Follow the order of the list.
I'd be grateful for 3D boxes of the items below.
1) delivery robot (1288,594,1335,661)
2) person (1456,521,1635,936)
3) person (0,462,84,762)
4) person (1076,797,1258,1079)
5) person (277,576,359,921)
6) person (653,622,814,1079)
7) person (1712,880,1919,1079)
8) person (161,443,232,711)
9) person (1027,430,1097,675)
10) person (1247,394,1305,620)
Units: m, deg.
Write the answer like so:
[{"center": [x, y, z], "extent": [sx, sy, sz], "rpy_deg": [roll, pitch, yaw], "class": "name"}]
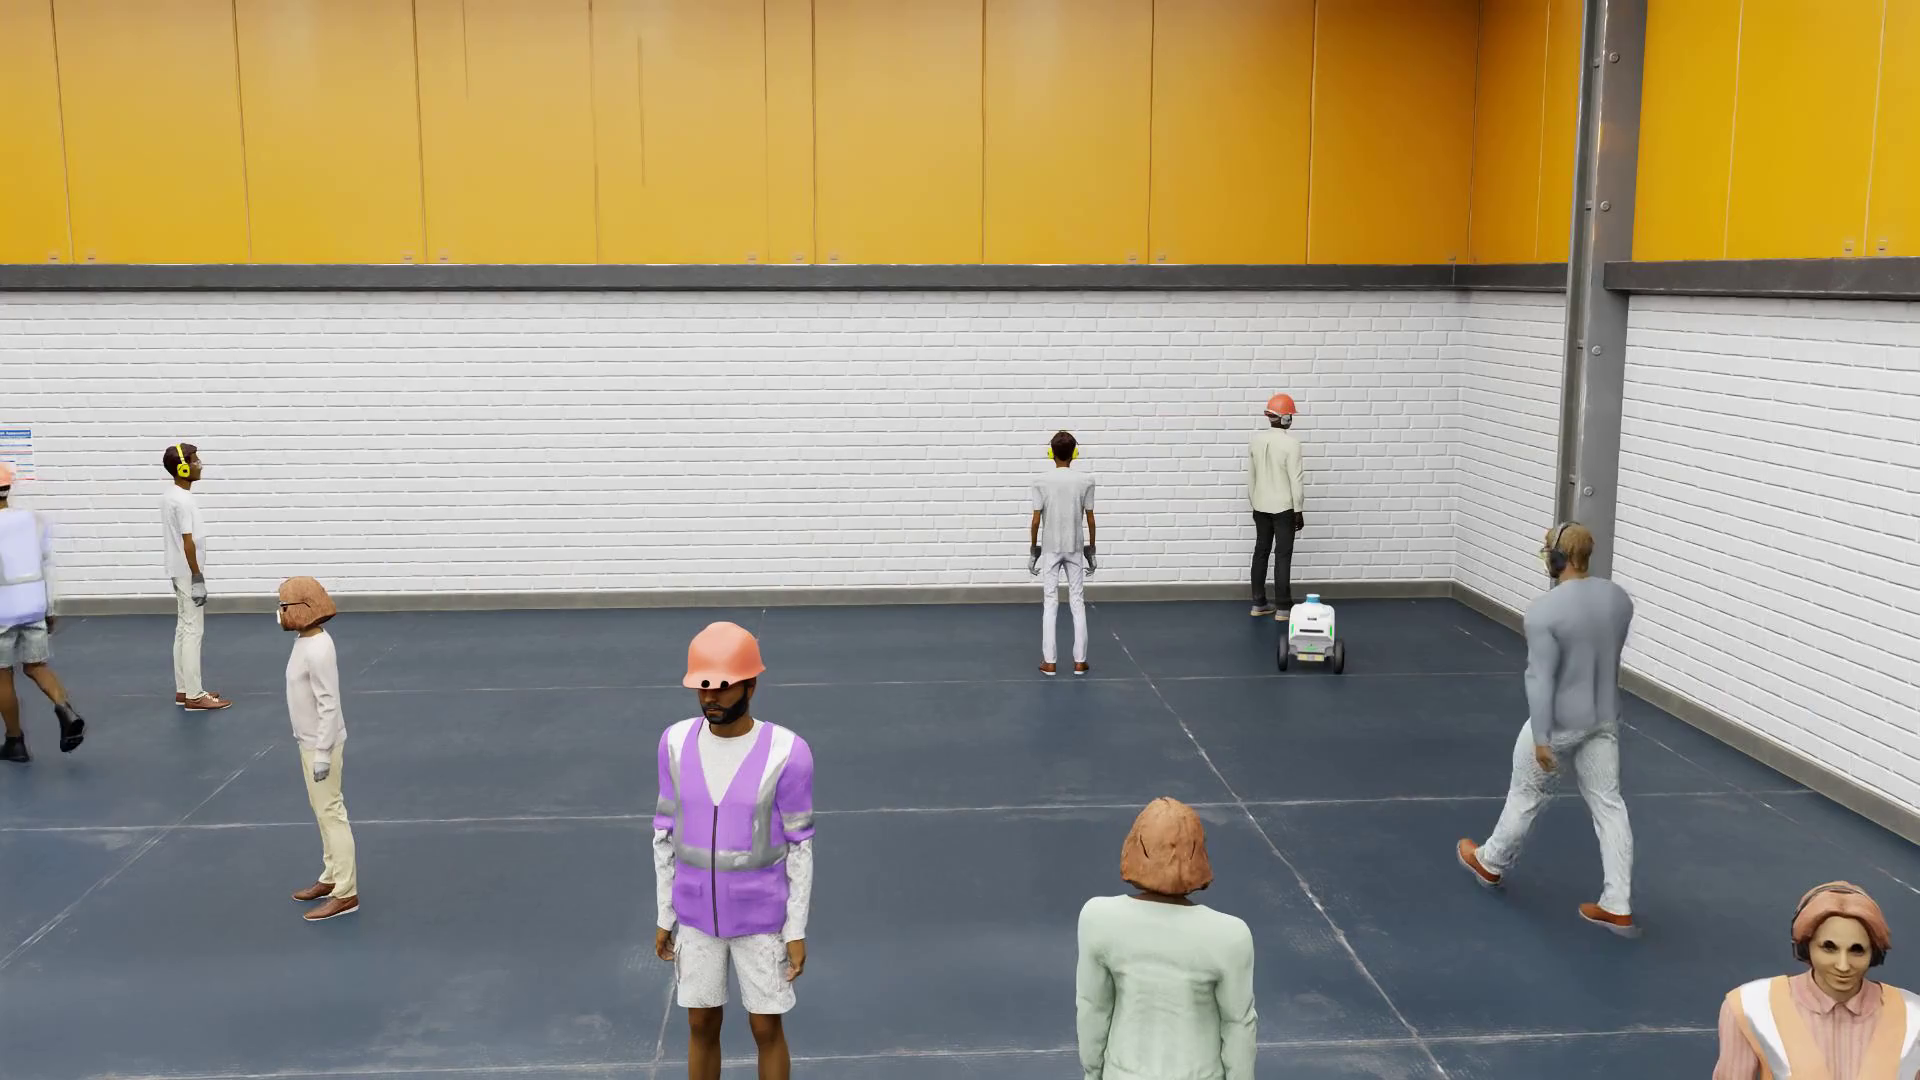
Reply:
[{"center": [2.732, 0.664, 12.906], "extent": [0.477, 0.478, 0.707], "rpy_deg": [2, 9, 12], "class": "delivery robot"}, {"center": [2.854, 0.844, 7.903], "extent": [0.653, 1.883, 1.021], "rpy_deg": [-4, 10, -22], "class": "person"}, {"center": [-5.801, 0.451, 10.256], "extent": [0.610, 1.921, 0.571], "rpy_deg": [5, 10, 28], "class": "person"}, {"center": [0.562, 1.501, 4.558], "extent": [0.500, 1.636, 0.280], "rpy_deg": [3, 10, 21], "class": "person"}, {"center": [-3.050, 0.974, 7.877], "extent": [0.267, 1.632, 0.507], "rpy_deg": [-5, 10, -29], "class": "person"}, {"center": [-0.745, 1.215, 5.407], "extent": [0.543, 1.939, 0.362], "rpy_deg": [2, 9, 13], "class": "person"}, {"center": [2.051, 1.598, 3.969], "extent": [0.519, 1.633, 0.312], "rpy_deg": [3, 9, 17], "class": "person"}, {"center": [-5.376, 0.255, 11.636], "extent": [0.328, 1.876, 0.513], "rpy_deg": [-7, 11, -36], "class": "person"}, {"center": [0.778, 0.099, 12.648], "extent": [0.535, 1.864, 0.309], "rpy_deg": [0, 9, -3], "class": "person"}, {"center": [2.804, -0.293, 14.693], "extent": [0.378, 1.996, 0.610], "rpy_deg": [-7, 11, -36], "class": "person"}]
